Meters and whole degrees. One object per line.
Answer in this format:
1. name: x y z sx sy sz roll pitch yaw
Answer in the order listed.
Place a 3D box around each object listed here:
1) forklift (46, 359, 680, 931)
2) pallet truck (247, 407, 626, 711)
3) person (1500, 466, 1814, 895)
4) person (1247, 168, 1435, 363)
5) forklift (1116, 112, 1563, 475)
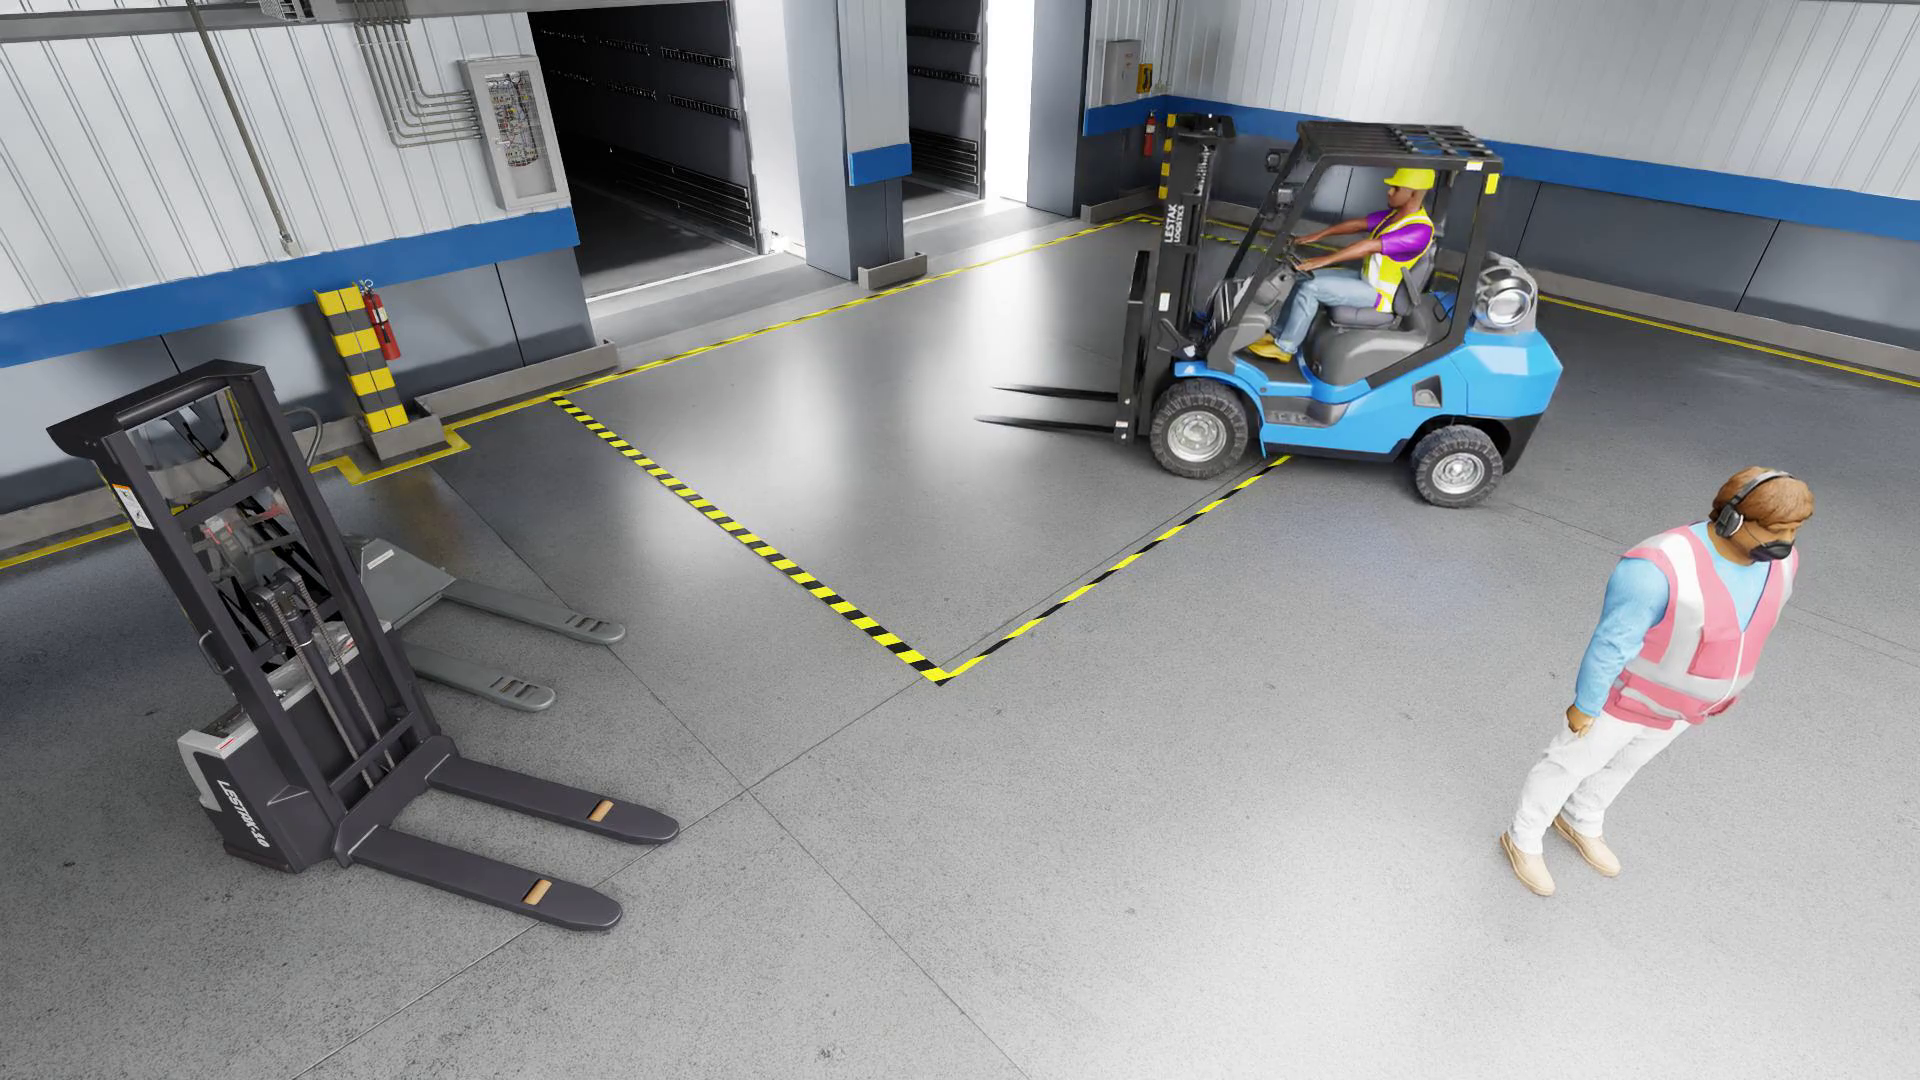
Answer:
1. forklift: -2.135 0.422 3.354 1.885 1.965 0.823 10 35 14
2. pallet truck: -2.628 0.038 4.590 1.601 1.201 0.680 12 36 18
3. person: 2.484 0.553 3.298 0.622 1.843 0.431 -7 35 -10
4. person: 2.445 -1.801 5.974 1.004 1.294 0.635 7 35 10
5. forklift: 2.502 -1.635 6.063 2.680 2.036 1.157 7 35 10
